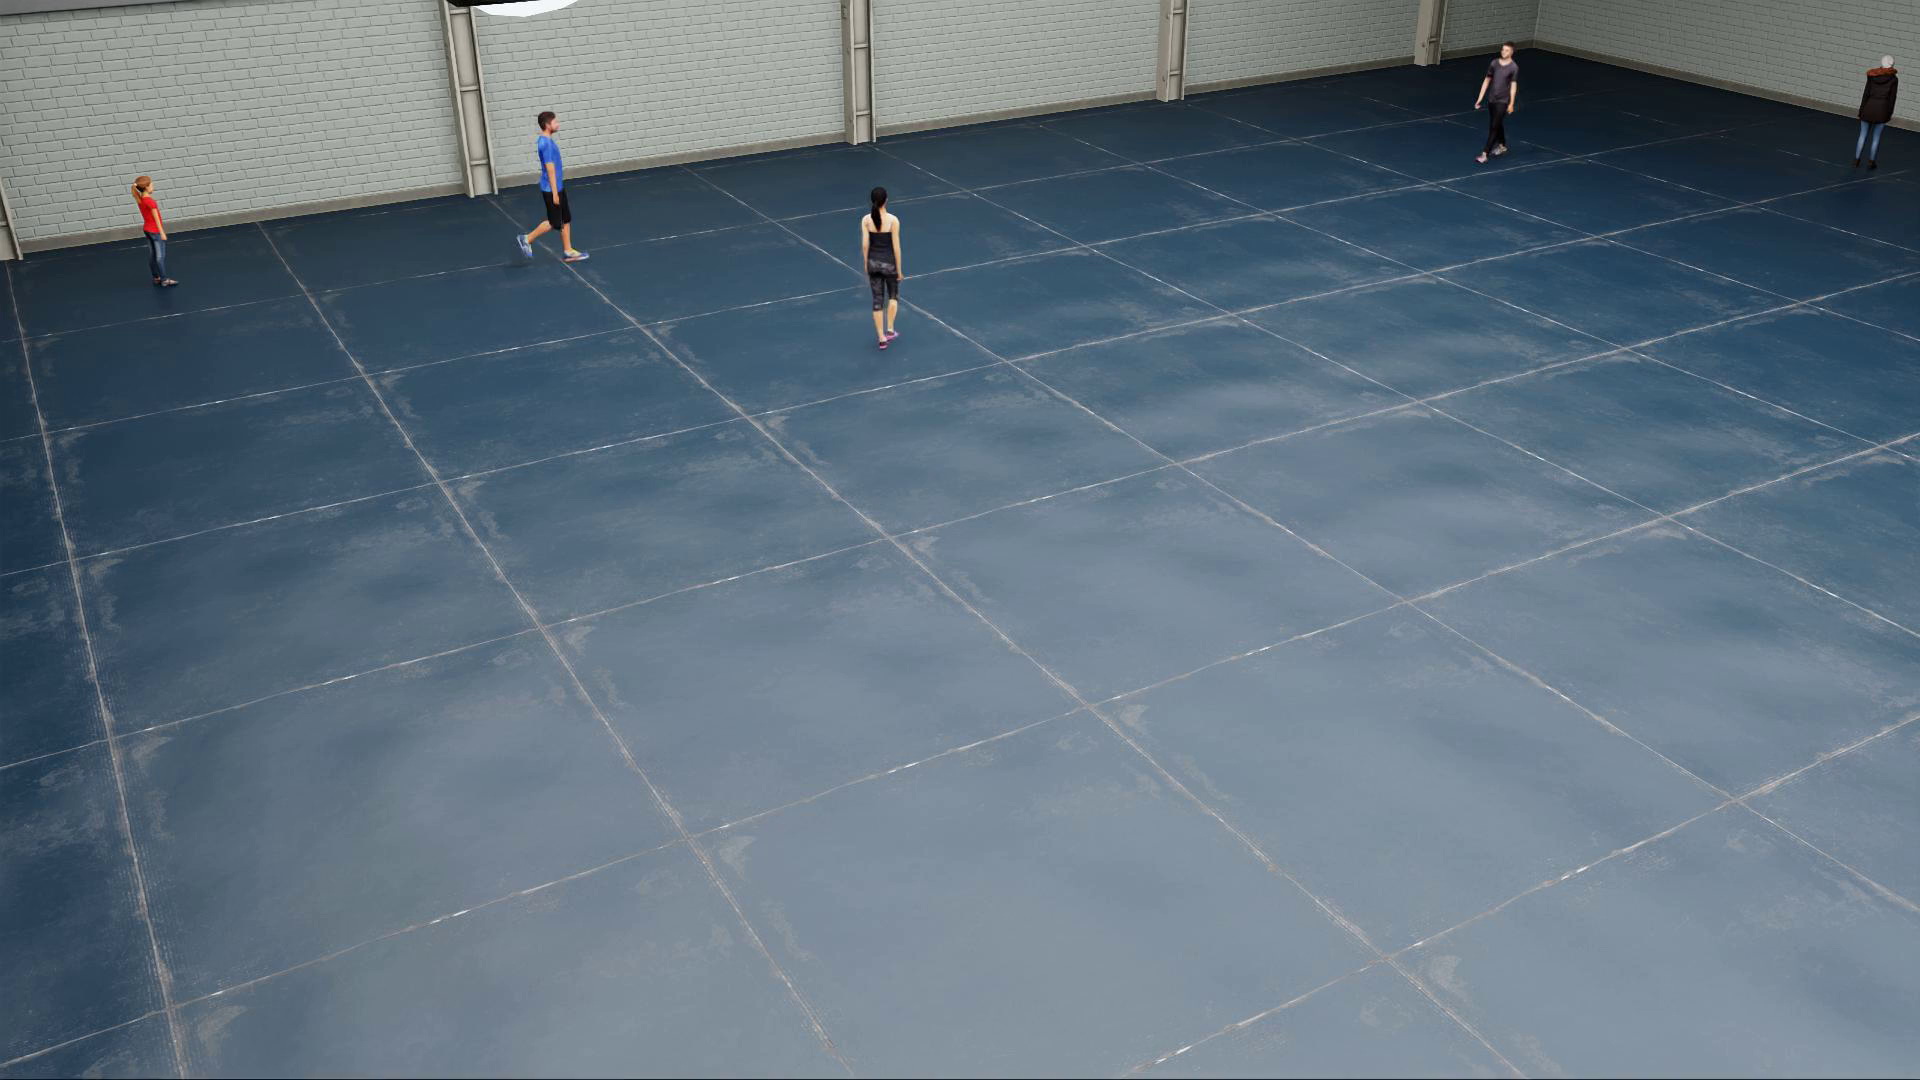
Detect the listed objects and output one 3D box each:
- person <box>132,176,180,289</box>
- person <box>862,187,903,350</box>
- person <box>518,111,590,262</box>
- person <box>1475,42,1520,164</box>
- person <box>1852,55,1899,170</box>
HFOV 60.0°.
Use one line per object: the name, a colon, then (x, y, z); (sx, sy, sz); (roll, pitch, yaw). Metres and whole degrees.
person: (-9.508, -3.633, 19.585); (0.522, 1.308, 0.552); (22, 34, 36)
person: (-0.848, -2.853, 17.625); (0.791, 1.717, 0.847); (5, 28, 9)
person: (-5.027, -4.253, 20.198); (1.131, 1.849, 0.834); (-6, 28, -12)
person: (8.048, -6.502, 24.710); (1.213, 1.718, 0.766); (-20, 33, -34)
person: (13.420, -6.276, 24.365); (0.727, 1.633, 0.739); (19, 33, 32)
